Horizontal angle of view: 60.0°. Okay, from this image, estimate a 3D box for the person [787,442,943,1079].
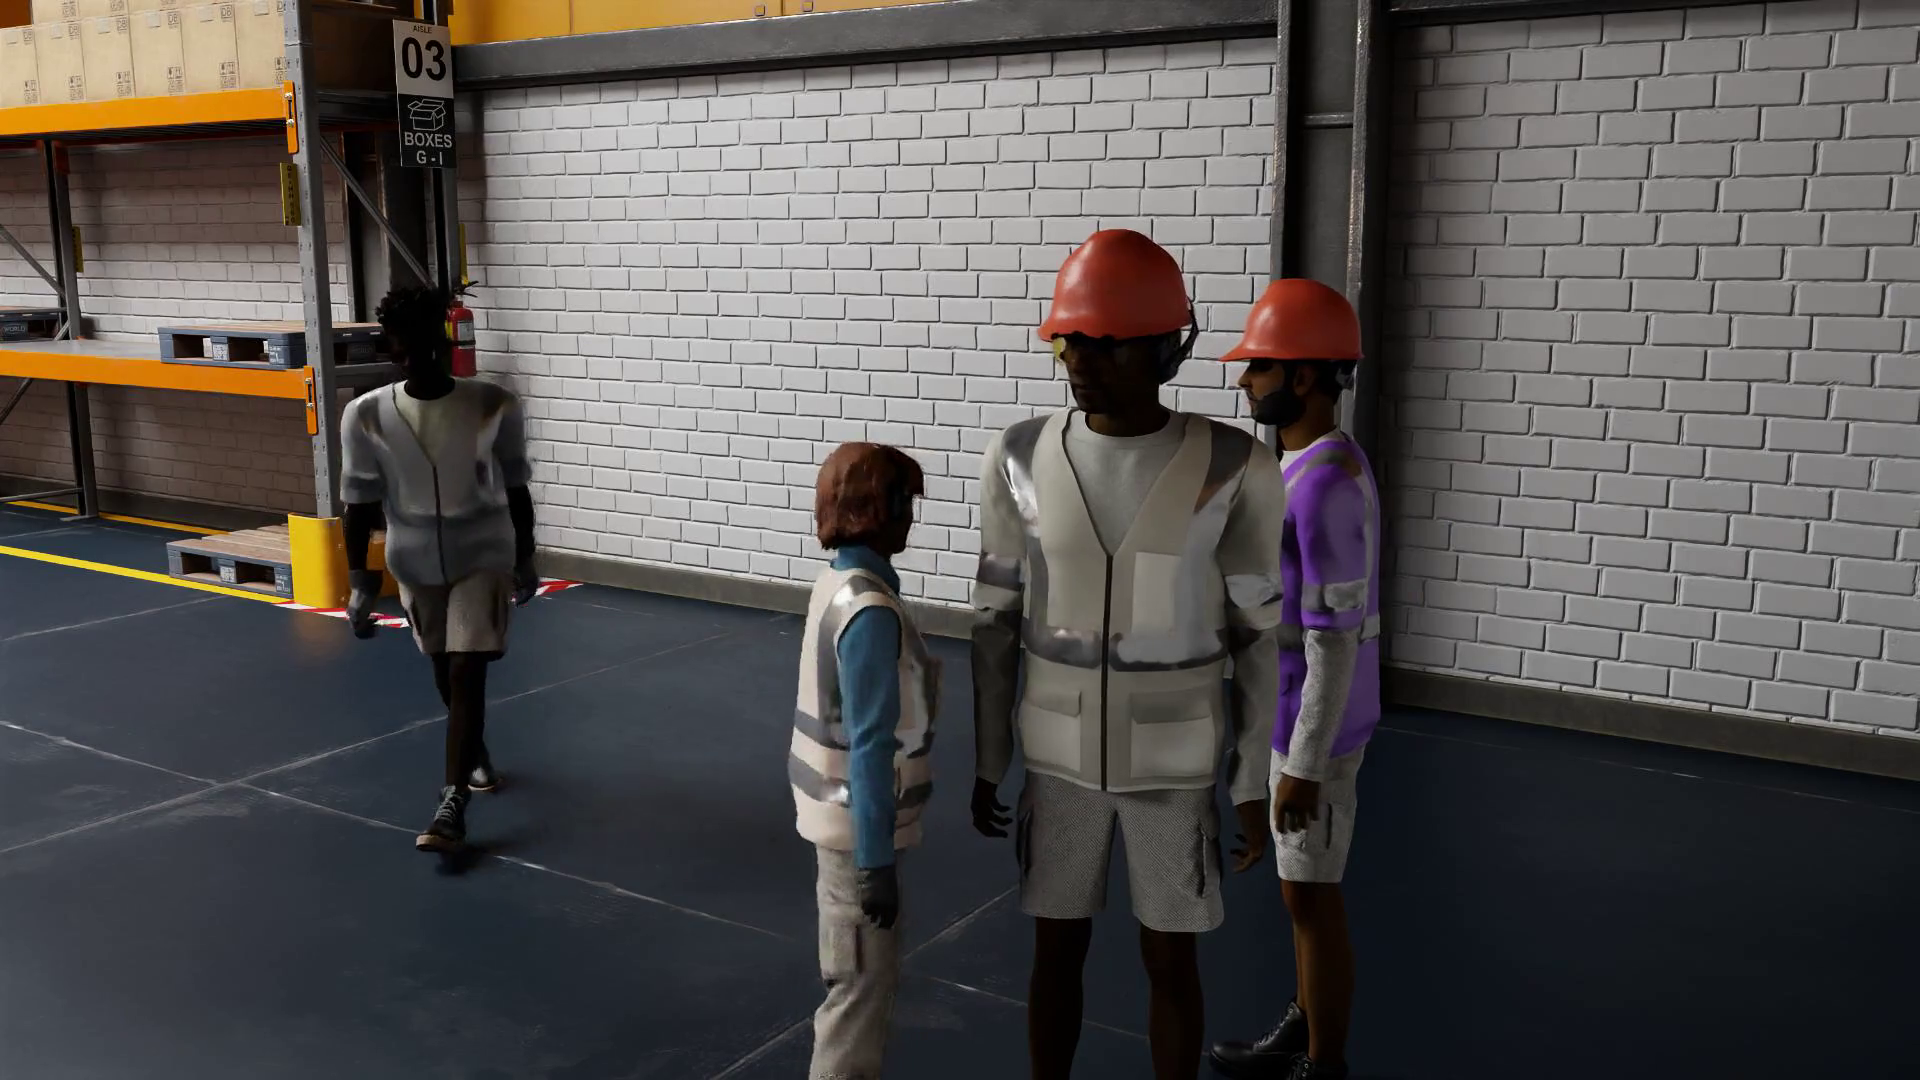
[{"bbox_3d":[-0.190,0.619,3.408,0.317,1.611,0.653,-1,10,-7],"label":"person"}]

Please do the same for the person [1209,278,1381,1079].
[{"bbox_3d":[0.747,0.395,3.723,0.370,1.939,0.543,2,10,9],"label":"person"}]

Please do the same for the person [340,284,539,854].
[{"bbox_3d":[-1.772,0.071,5.709,0.605,1.875,1.089,-1,10,-7],"label":"person"}]

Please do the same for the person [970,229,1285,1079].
[{"bbox_3d":[0.307,0.427,3.261,0.615,2.039,0.386,3,11,17],"label":"person"}]
